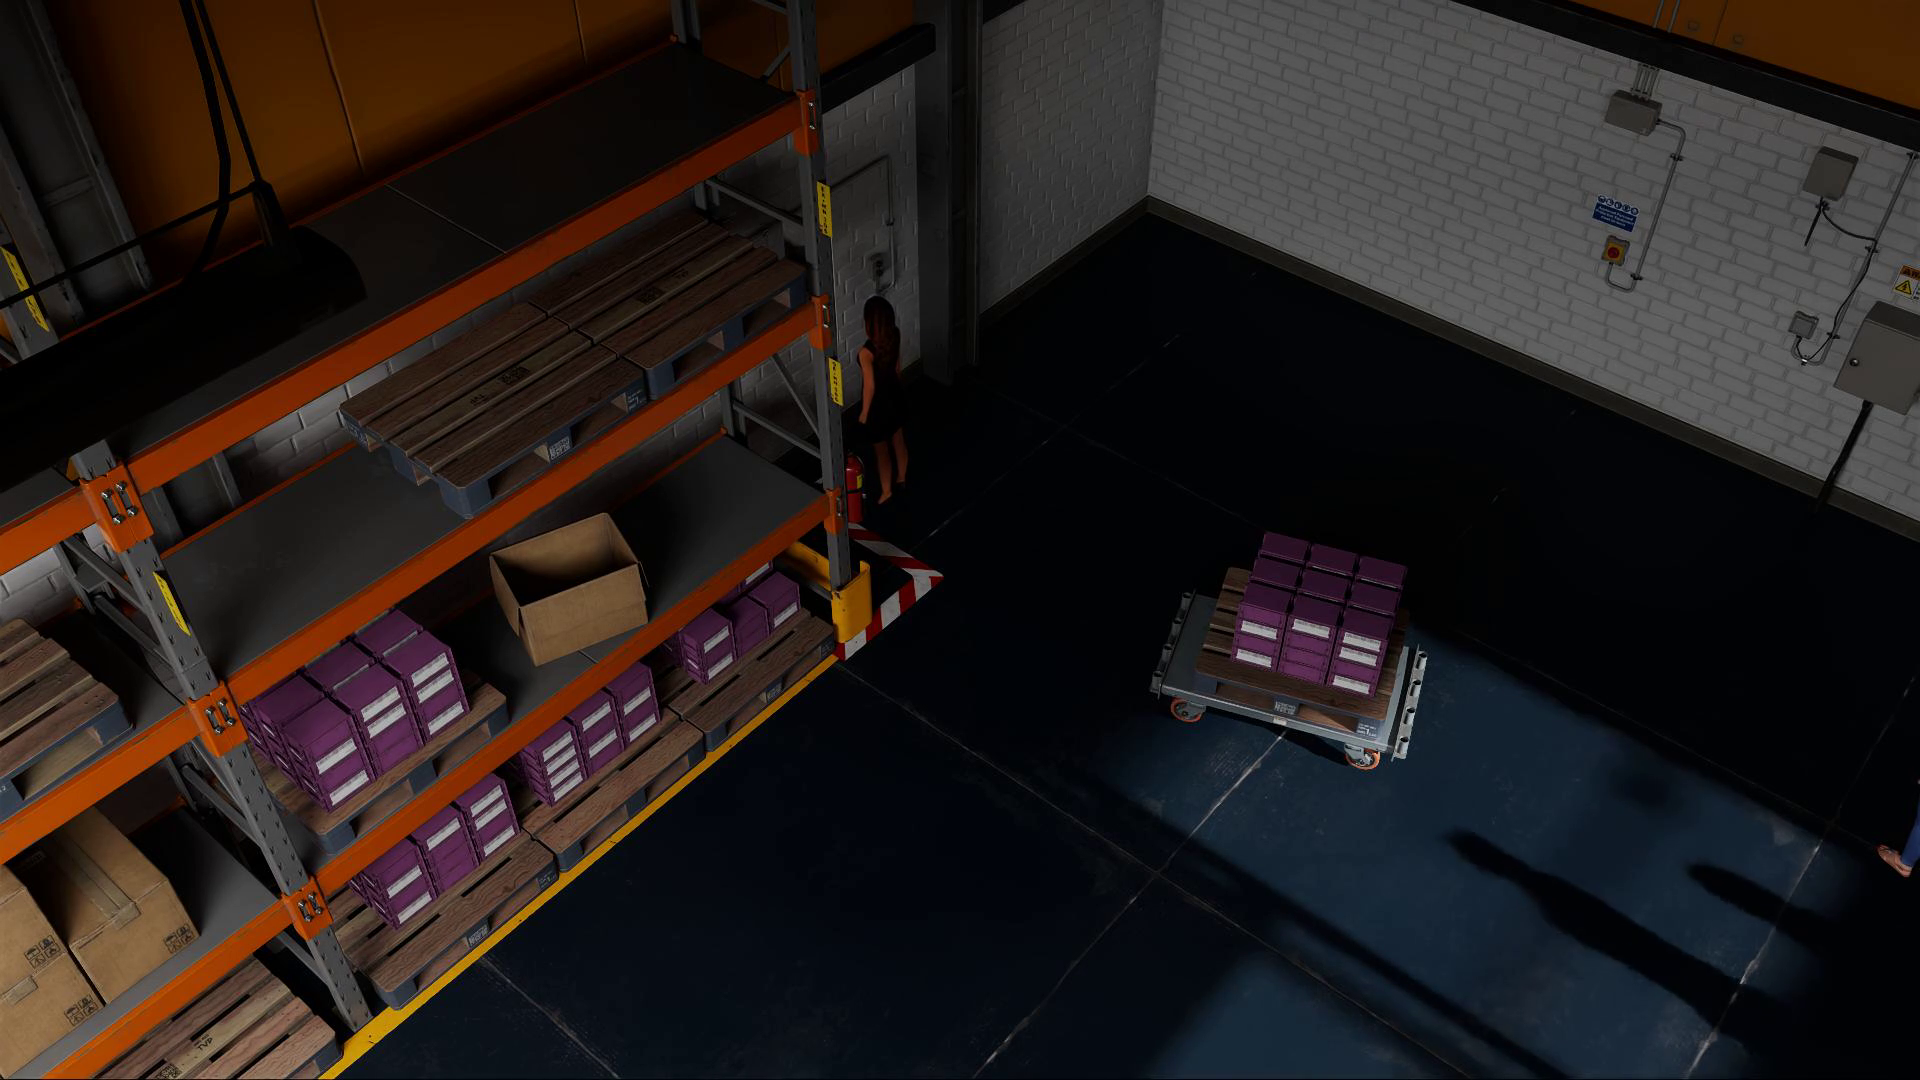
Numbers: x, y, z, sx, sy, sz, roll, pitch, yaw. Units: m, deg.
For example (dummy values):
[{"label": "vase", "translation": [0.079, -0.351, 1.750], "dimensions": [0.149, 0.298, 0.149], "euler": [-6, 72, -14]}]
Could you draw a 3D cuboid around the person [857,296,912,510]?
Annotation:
[{"label": "person", "translation": [-0.548, -0.959, 11.868], "dimensions": [0.649, 1.834, 0.470], "euler": [28, 50, 26]}]
